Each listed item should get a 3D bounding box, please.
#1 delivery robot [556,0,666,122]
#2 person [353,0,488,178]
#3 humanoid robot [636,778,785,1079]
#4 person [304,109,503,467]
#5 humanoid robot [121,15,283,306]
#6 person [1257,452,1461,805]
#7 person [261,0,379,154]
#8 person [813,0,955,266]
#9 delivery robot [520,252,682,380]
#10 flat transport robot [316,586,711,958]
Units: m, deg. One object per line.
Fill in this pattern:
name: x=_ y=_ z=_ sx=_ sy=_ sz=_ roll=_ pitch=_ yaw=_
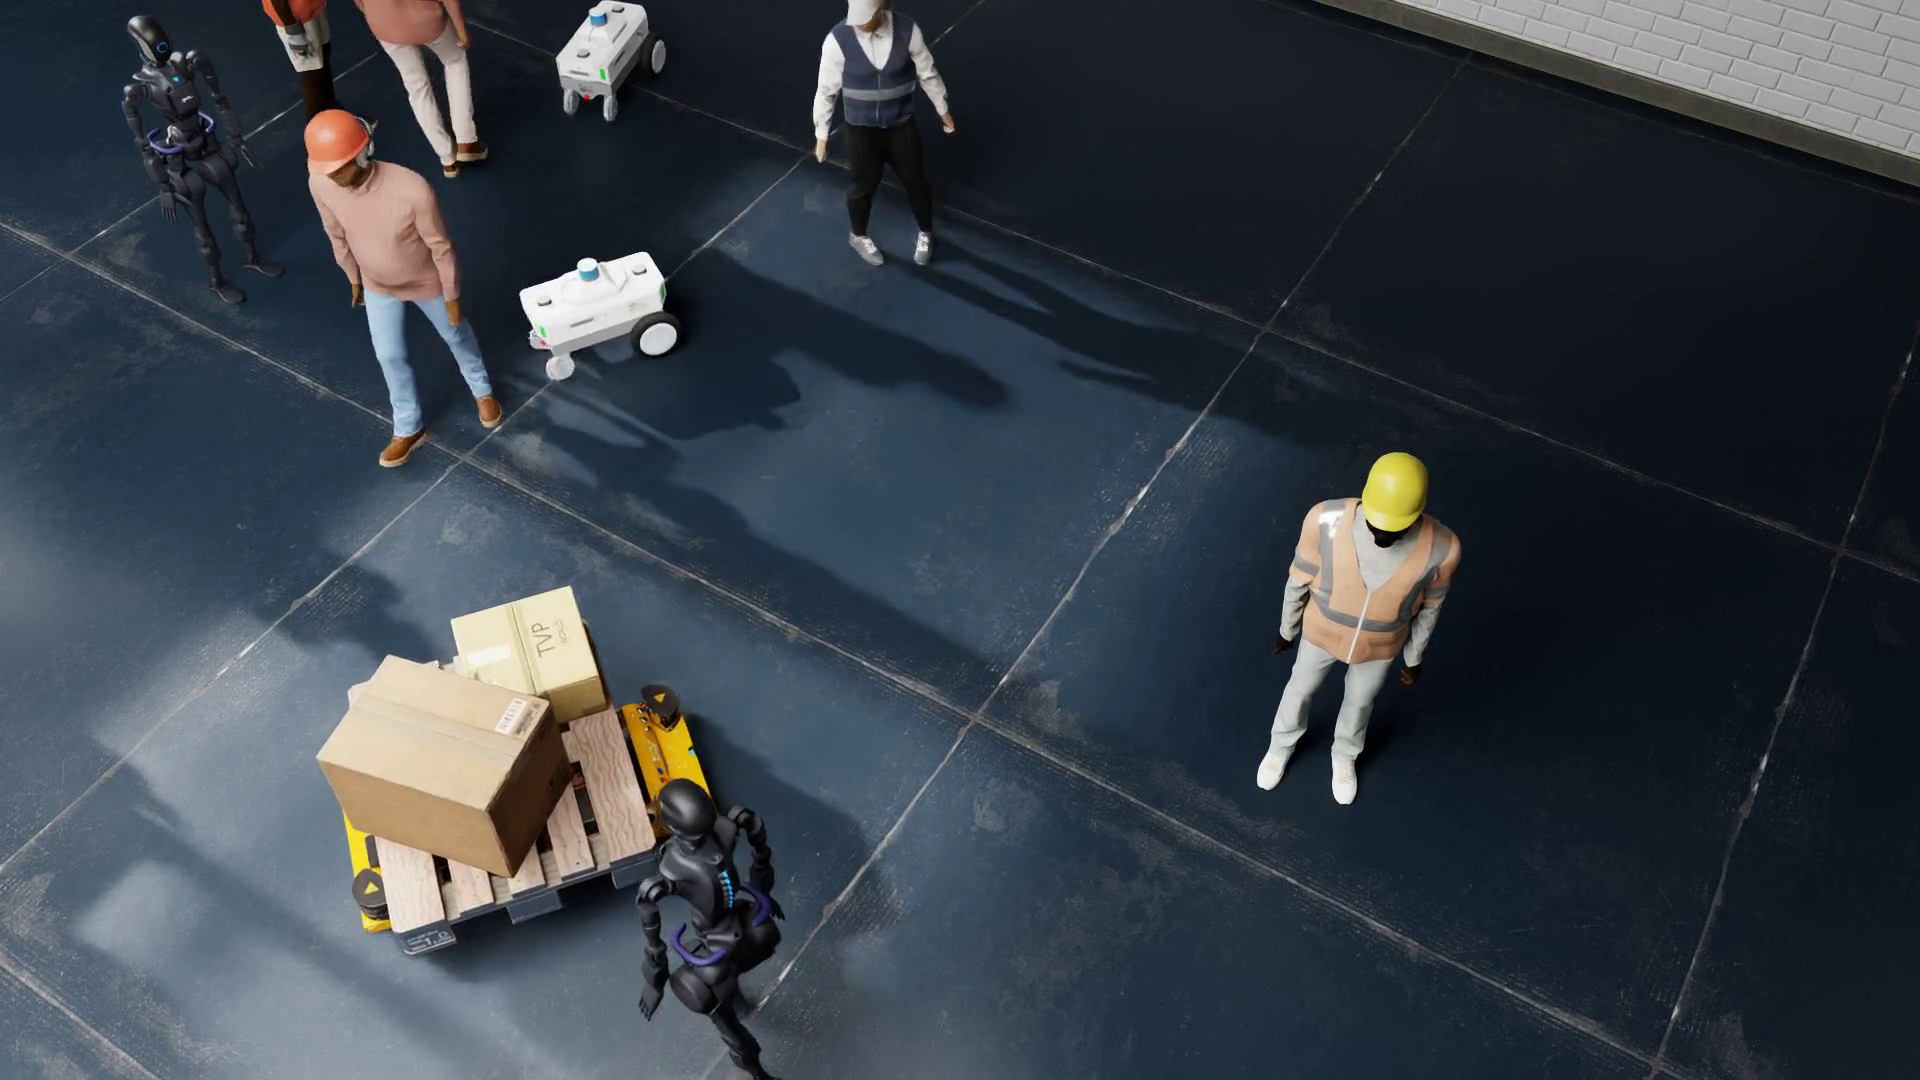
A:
delivery robot: x=-2.176 y=-3.008 z=10.267 sx=0.499 sy=0.613 sz=0.789 roll=12 pitch=50 yaw=10
person: x=-3.040 y=-2.906 z=9.228 sx=0.628 sy=1.967 sz=0.449 roll=-2 pitch=49 yaw=-2
humanoid robot: x=-0.861 y=1.369 z=5.689 sx=0.619 sy=1.637 sz=0.606 roll=34 pitch=57 yaw=26
person: x=-2.593 y=-1.190 z=7.744 sx=0.623 sy=1.959 sz=0.678 roll=5 pitch=49 yaw=5
humanoid robot: x=-3.932 y=-1.958 z=8.591 sx=0.324 sy=1.654 sz=0.584 roll=26 pitch=54 yaw=21
person: x=1.517 y=0.359 z=6.400 sx=0.585 sy=1.928 sz=0.366 roll=11 pitch=50 yaw=10
person: x=-3.713 y=-3.023 z=9.342 sx=0.376 sy=1.961 sz=0.604 roll=-4 pitch=49 yaw=-4
person: x=-0.413 y=-2.210 z=8.779 sx=0.756 sy=1.732 sz=0.487 roll=-9 pitch=49 yaw=-8
delivery robot: x=-1.894 y=-1.216 z=8.670 sx=0.739 sy=0.566 sz=0.499 roll=-22 pitch=52 yaw=-18
flat transport robot: x=-1.788 y=1.086 z=6.866 sx=1.431 sy=0.231 sz=0.659 roll=-17 pitch=51 yaw=-14
